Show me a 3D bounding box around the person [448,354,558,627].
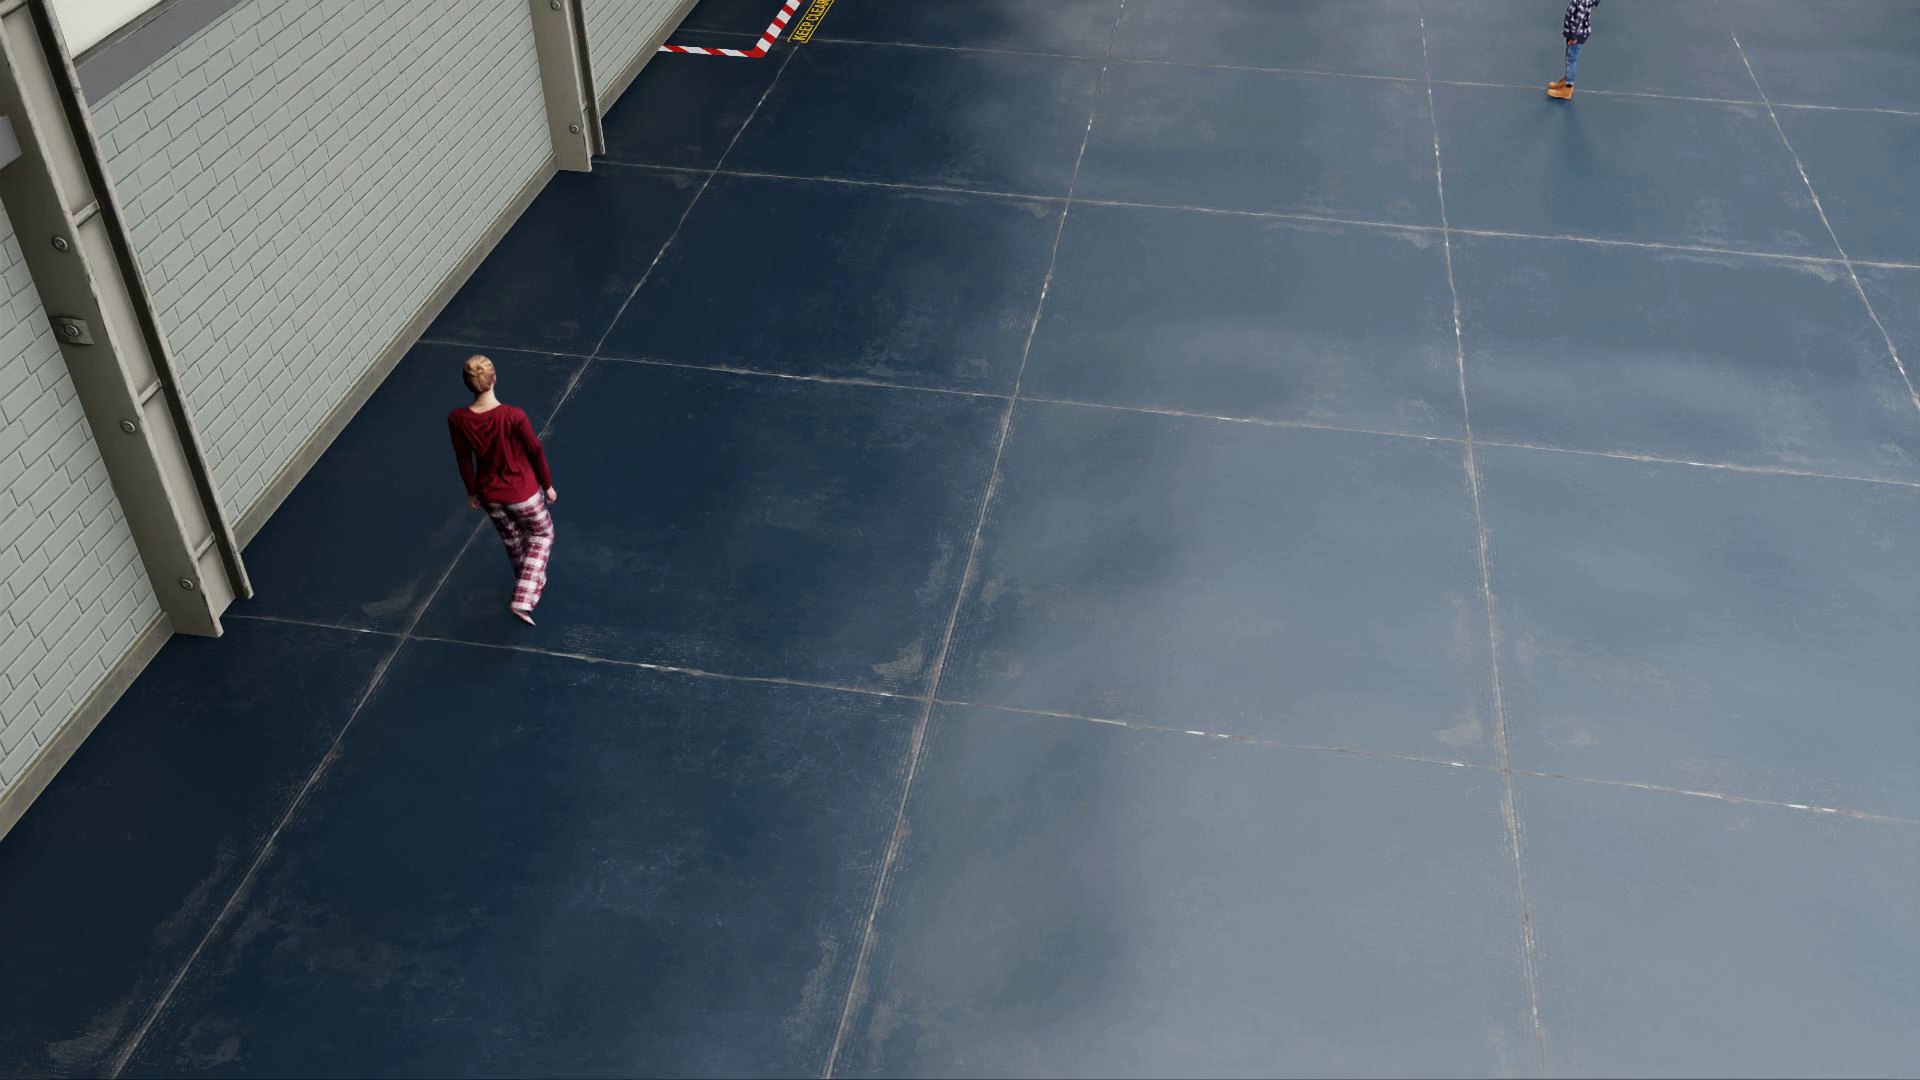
[{"bbox_3d":[-2.432,-0.238,8.945,0.675,1.689,0.862,2,38,3],"label":"person"}]

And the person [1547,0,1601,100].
[{"bbox_3d":[5.519,-4.576,14.846,0.577,1.250,0.457,11,39,14],"label":"person"}]
